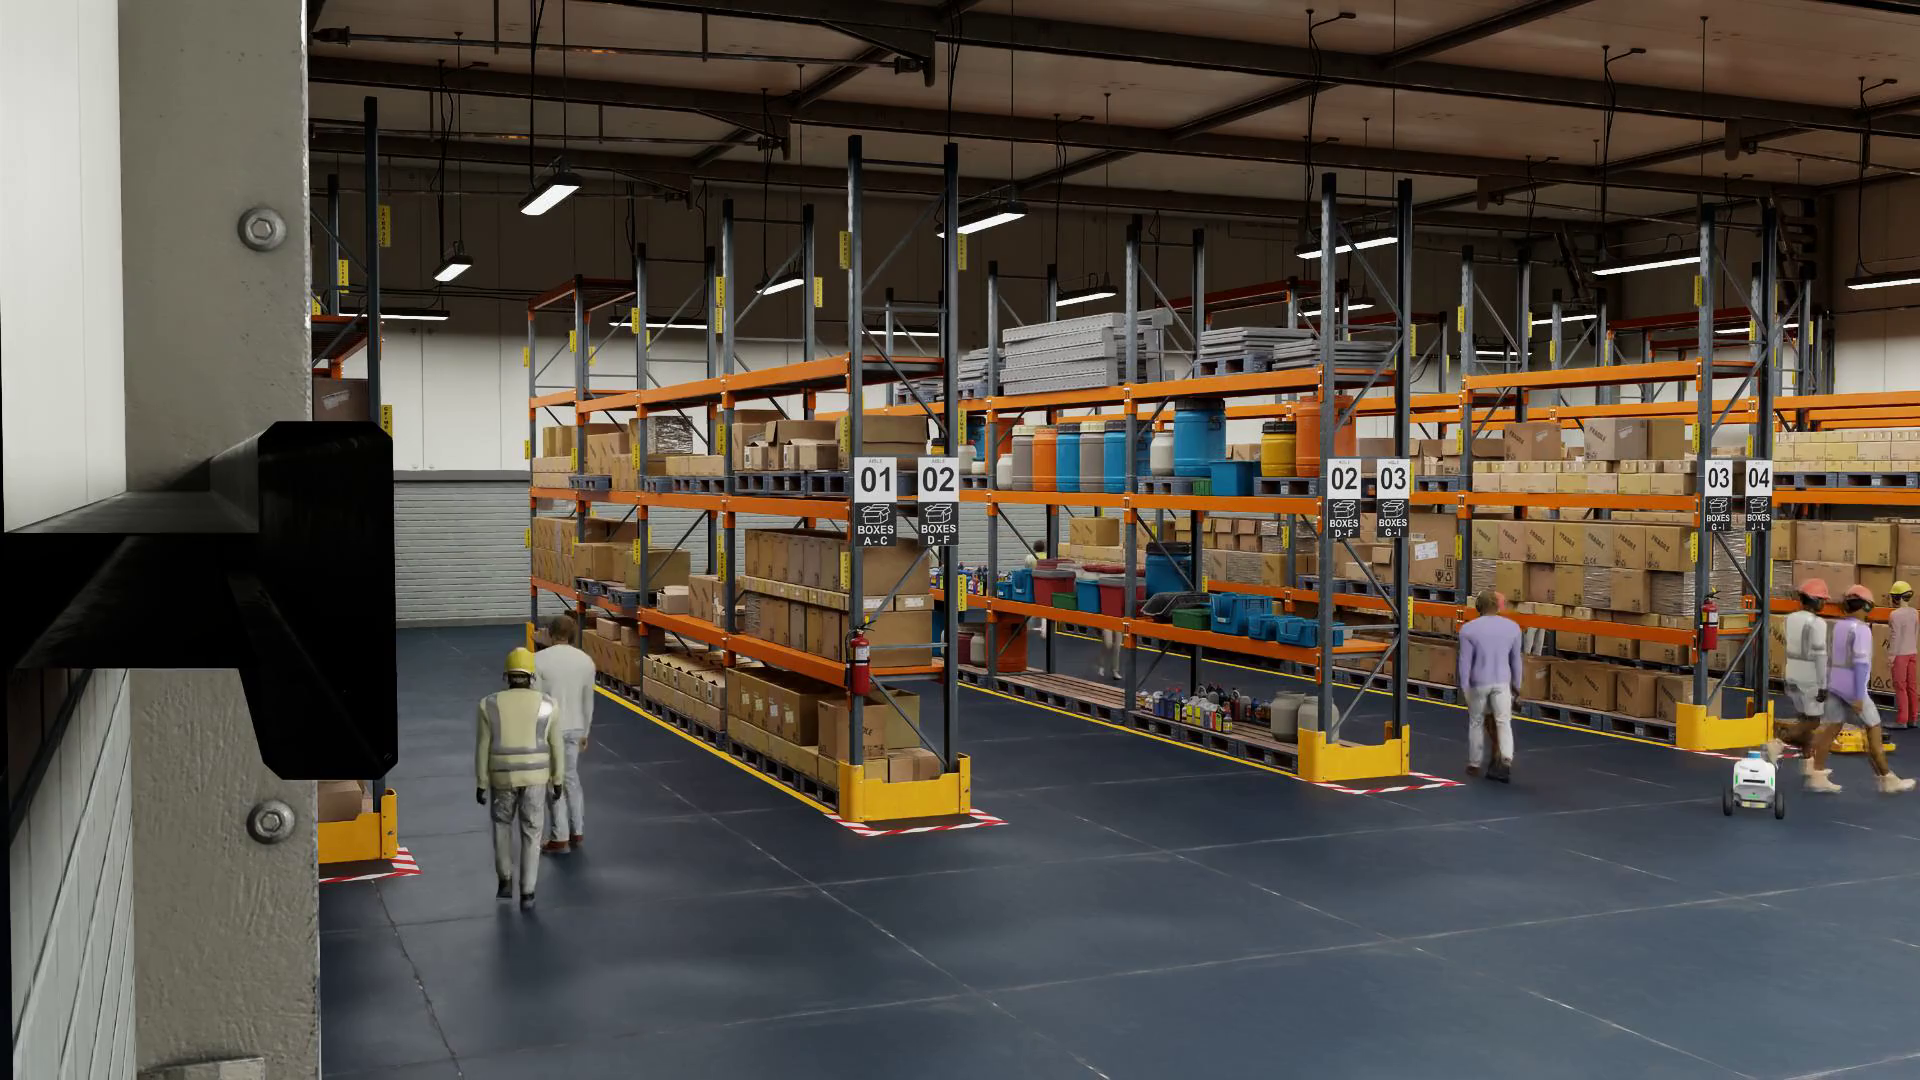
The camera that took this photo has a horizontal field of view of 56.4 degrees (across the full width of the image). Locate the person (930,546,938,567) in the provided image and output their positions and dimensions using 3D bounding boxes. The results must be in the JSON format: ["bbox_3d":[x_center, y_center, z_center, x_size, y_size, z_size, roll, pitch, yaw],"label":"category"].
[{"bbox_3d":[-0.537,0.754,34.622,0.407,1.986,0.616,2,3,36],"label":"person"}]

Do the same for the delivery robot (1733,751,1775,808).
[{"bbox_3d":[7.138,2.142,16.098,0.477,0.478,0.707,1,2,24],"label":"delivery robot"}]

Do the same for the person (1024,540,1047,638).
[{"bbox_3d":[1.454,0.901,33.212,0.635,1.785,1.007,0,2,-9],"label":"person"}]

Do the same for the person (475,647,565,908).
[{"bbox_3d":[-3.114,1.672,12.705,0.620,1.818,0.480,-1,2,-14],"label":"person"}]

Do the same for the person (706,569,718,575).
[{"bbox_3d":[-3.877,1.198,28.019,0.510,1.597,0.832,-1,2,-28],"label":"person"}]

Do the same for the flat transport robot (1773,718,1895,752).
[{"bbox_3d":[9.730,2.174,20.112,0.652,0.197,1.431,0,2,-9],"label":"flat transport robot"}]

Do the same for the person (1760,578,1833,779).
[{"bbox_3d":[8.360,1.386,17.887,0.748,2.017,0.614,0,2,-8],"label":"person"}]

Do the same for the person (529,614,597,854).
[{"bbox_3d":[-3.226,1.575,14.473,0.344,1.914,0.664,2,3,40],"label":"person"}]

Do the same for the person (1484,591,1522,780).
[{"bbox_3d":[5.452,1.435,18.169,0.572,1.894,0.866,2,3,45],"label":"person"}]

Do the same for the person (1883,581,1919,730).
[{"bbox_3d":[11.194,1.371,21.315,0.533,1.767,0.324,-1,3,-33],"label":"person"}]

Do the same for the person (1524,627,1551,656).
[{"bbox_3d":[8.435,1.249,26.209,0.501,1.633,0.289,-1,2,-26],"label":"person"}]

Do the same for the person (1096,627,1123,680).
[{"bbox_3d":[2.264,1.246,26.420,0.530,1.628,0.361,-1,2,-25],"label":"person"}]

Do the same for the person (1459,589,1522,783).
[{"bbox_3d":[5.284,1.438,17.796,0.640,1.912,0.922,0,2,3],"label":"person"}]

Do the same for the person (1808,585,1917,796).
[{"bbox_3d":[8.566,1.430,17.038,1.006,1.975,0.616,0,2,-2],"label":"person"}]
